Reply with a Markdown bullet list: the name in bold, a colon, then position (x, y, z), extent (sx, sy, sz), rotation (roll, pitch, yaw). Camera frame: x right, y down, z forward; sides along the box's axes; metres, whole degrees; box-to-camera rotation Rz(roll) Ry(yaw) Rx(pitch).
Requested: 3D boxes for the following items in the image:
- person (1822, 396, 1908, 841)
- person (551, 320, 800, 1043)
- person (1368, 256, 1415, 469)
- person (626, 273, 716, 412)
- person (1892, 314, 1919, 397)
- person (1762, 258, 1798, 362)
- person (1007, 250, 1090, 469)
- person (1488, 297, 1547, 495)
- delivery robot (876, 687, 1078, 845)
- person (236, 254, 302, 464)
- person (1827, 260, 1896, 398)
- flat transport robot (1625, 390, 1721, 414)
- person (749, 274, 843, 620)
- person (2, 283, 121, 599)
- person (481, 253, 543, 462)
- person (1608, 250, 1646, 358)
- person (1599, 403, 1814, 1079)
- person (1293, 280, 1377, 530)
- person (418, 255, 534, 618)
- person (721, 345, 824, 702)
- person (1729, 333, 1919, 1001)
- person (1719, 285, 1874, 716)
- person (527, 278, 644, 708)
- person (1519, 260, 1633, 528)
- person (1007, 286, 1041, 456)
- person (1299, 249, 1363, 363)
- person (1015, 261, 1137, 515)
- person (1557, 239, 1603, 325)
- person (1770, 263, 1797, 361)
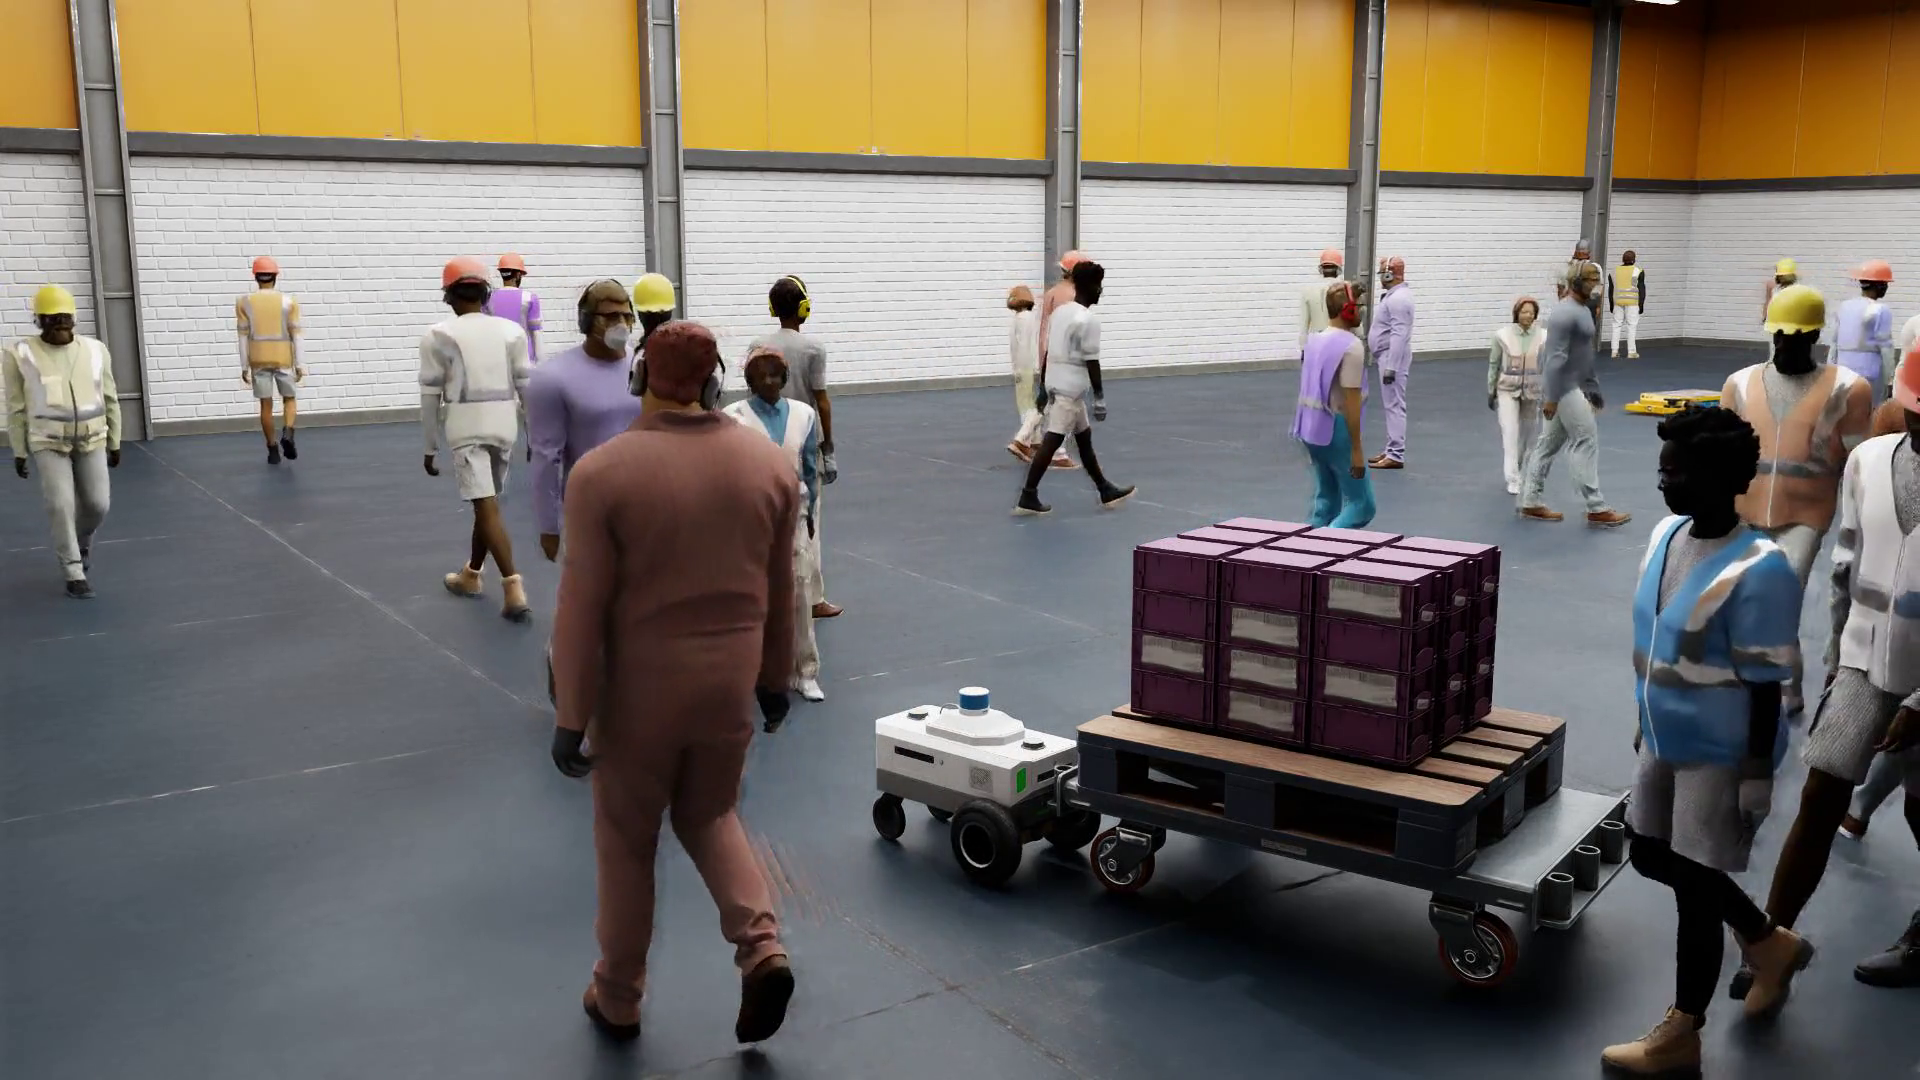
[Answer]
- **person**: position (3.092, 0.316, 5.381), extent (0.548, 1.577, 0.858), rotation (-2, 11, -12)
- **person**: position (-0.688, 0.386, 4.223), extent (0.708, 1.874, 0.654), rotation (-8, 13, -38)
- **person**: position (3.870, -1.591, 14.982), extent (0.399, 1.903, 0.642), rotation (3, 11, 15)
- **person**: position (-1.530, -0.396, 8.423), extent (0.589, 1.907, 0.683), rotation (-3, 11, -14)
- **person**: position (5.850, -0.673, 9.839), extent (0.637, 1.938, 0.357), rotation (9, 14, 41)
- **person**: position (12.475, -3.380, 25.188), extent (0.580, 1.746, 0.556), rotation (-4, 11, -22)
- **person**: position (0.858, -1.594, 14.833), extent (0.665, 1.967, 0.641), rotation (-4, 11, -22)
- **person**: position (4.625, -1.211, 13.734), extent (0.522, 1.599, 0.865), rotation (1, 10, 7)
- **delivery robot**: position (0.046, 0.741, 5.627), extent (0.707, 0.478, 0.477), rotation (9, 14, 41)
- **person**: position (-6.285, -1.635, 15.171), extent (0.545, 1.925, 0.492), rotation (-4, 11, -20)
- **person**: position (7.633, -1.415, 14.076), extent (1.012, 1.883, 0.567), rotation (-2, 10, -9)
- **flat transport robot**: position (8.631, -1.640, 19.714), extent (1.431, 0.197, 0.652), rotation (-6, 12, -31)
- **person**: position (-0.894, -0.494, 9.038), extent (0.512, 1.877, 0.328), rotation (5, 11, 25)
- **person**: position (-5.232, -0.587, 9.707), extent (0.602, 1.819, 0.637), rotation (-10, 14, -43)
- **person**: position (-4.119, -1.677, 15.372), extent (0.552, 1.926, 0.372), rotation (-1, 10, -3)
- **person**: position (11.475, -4.051, 28.619), extent (0.627, 1.847, 0.429), rotation (9, 14, 41)
- **person**: position (1.901, 0.497, 4.101), extent (0.540, 1.682, 0.549), rotation (-2, 10, -8)
- **person**: position (2.126, -0.544, 9.406), extent (0.435, 1.834, 0.588), rotation (-3, 11, -14)
- **person**: position (-2.653, -0.580, 9.243), extent (0.617, 1.987, 1.093), rotation (-9, 14, -41)
- **person**: position (-0.901, -0.109, 7.678), extent (0.523, 1.599, 0.851), rotation (-6, 12, -29)
- **person**: position (2.465, 0.360, 4.365), extent (0.885, 1.869, 0.570), rotation (-6, 12, -31)
- **person**: position (3.384, -0.107, 6.897), extent (0.977, 1.872, 0.613), rotation (-8, 13, -39)
- **person**: position (-1.476, -0.116, 6.862), extent (0.634, 1.924, 0.635), rotation (-8, 13, -38)
- **person**: position (4.499, -1.041, 11.944), extent (0.908, 1.900, 0.651), rotation (6, 12, 28)
- **person**: position (0.605, -1.613, 15.926), extent (0.339, 1.602, 0.601), rotation (2, 10, 8)
- **person**: position (3.825, -2.013, 17.155), extent (0.615, 1.958, 0.885), rotation (6, 12, 31)
- **person**: position (0.866, -1.132, 12.464), extent (1.057, 1.896, 0.619), rotation (-4, 11, -21)
- **person**: position (9.688, -3.666, 25.969), extent (0.683, 2.000, 0.537), rotation (7, 12, 32)
- **person**: position (11.434, -2.960, 22.962), extent (0.556, 1.719, 0.511), rotation (-5, 11, -24)
